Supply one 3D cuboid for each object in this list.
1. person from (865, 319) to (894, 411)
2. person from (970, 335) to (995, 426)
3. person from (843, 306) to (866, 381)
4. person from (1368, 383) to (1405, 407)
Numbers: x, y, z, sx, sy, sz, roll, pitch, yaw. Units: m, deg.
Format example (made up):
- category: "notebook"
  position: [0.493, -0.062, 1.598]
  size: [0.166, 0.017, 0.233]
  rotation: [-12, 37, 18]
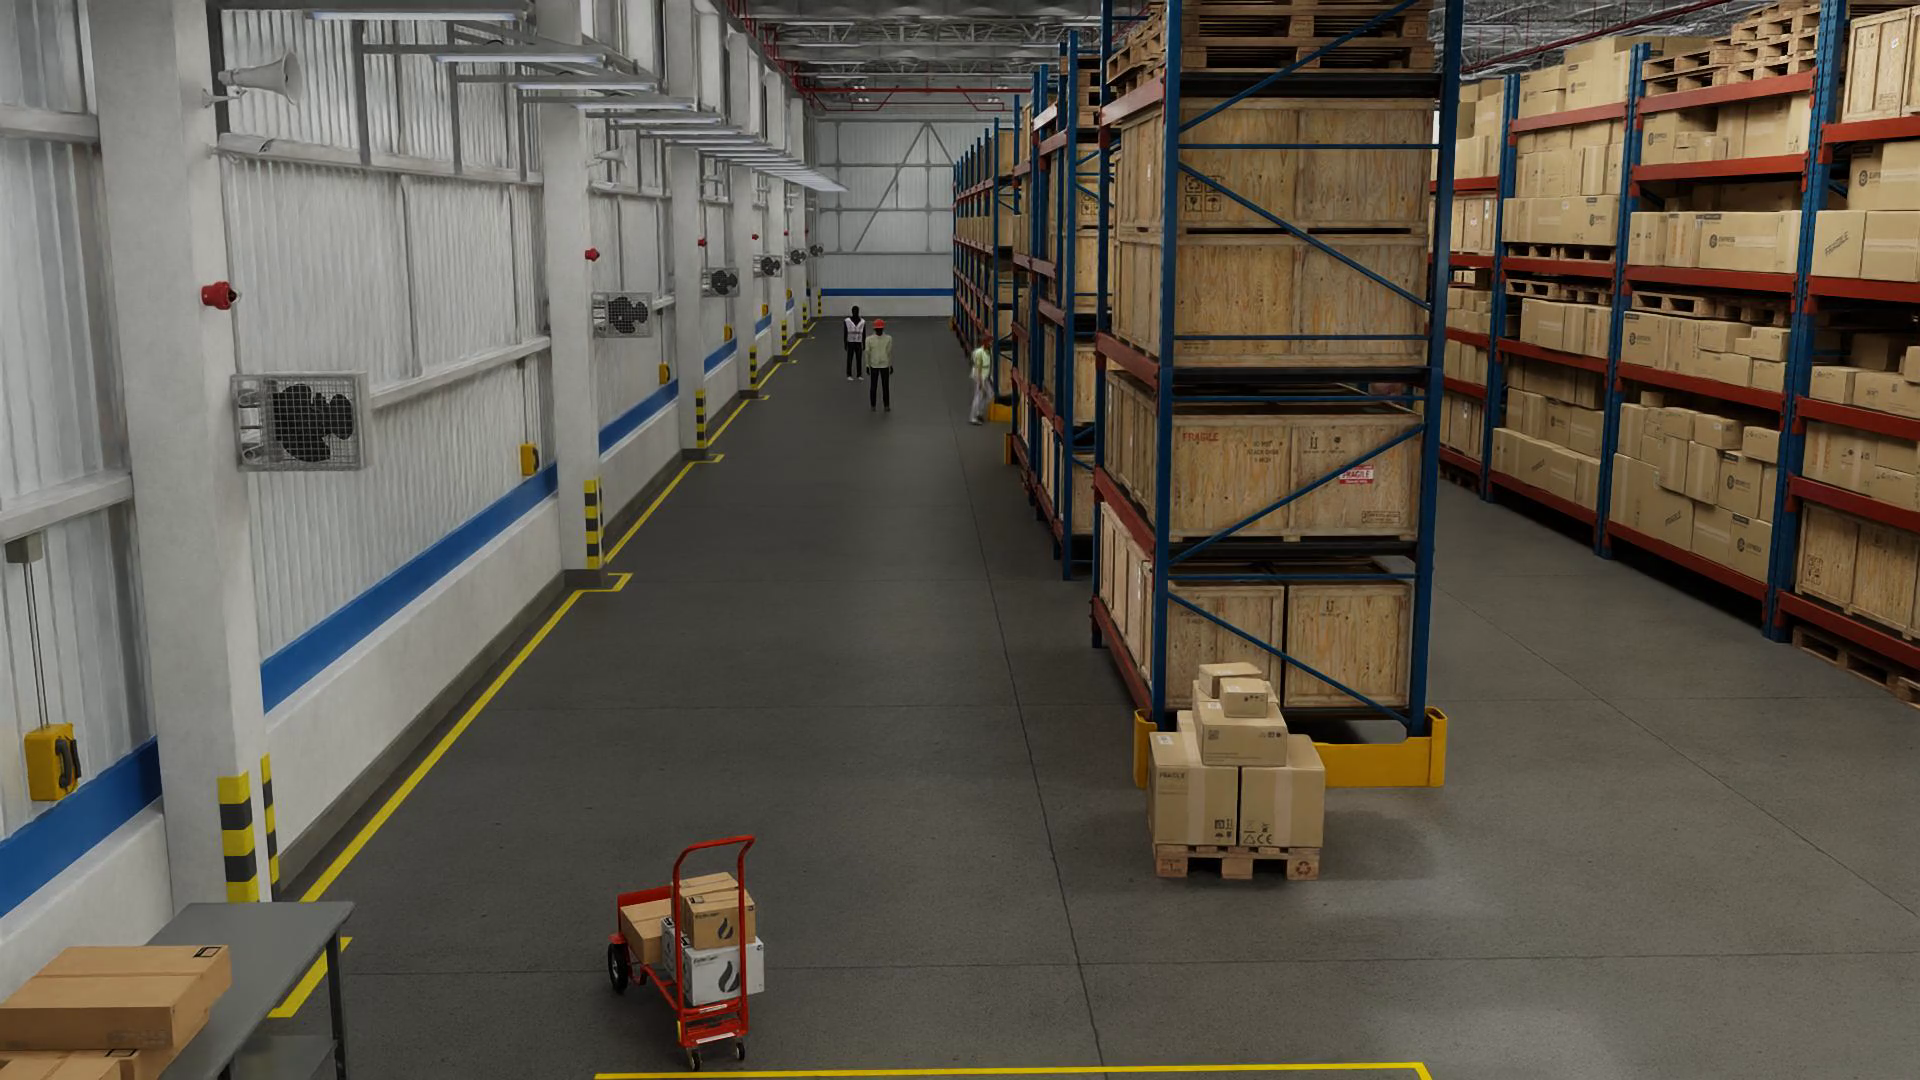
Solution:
- category: "person"
  position: [-1.729, -3.745, 35.675]
  size: [0.617, 1.986, 0.408]
  rotation: [-2, 11, -12]
- category: "person"
  position: [0.435, -3.189, 33.221]
  size: [0.491, 1.809, 0.709]
  rotation: [3, 11, 15]
- category: "person"
  position: [-2.695, -5.033, 42.564]
  size: [0.590, 1.912, 0.396]
  rotation: [-4, 12, -20]
- category: "person"
  position: [7.561, -2.526, 29.699]
  size: [0.995, 1.841, 0.739]
  rotation: [-8, 13, -35]
